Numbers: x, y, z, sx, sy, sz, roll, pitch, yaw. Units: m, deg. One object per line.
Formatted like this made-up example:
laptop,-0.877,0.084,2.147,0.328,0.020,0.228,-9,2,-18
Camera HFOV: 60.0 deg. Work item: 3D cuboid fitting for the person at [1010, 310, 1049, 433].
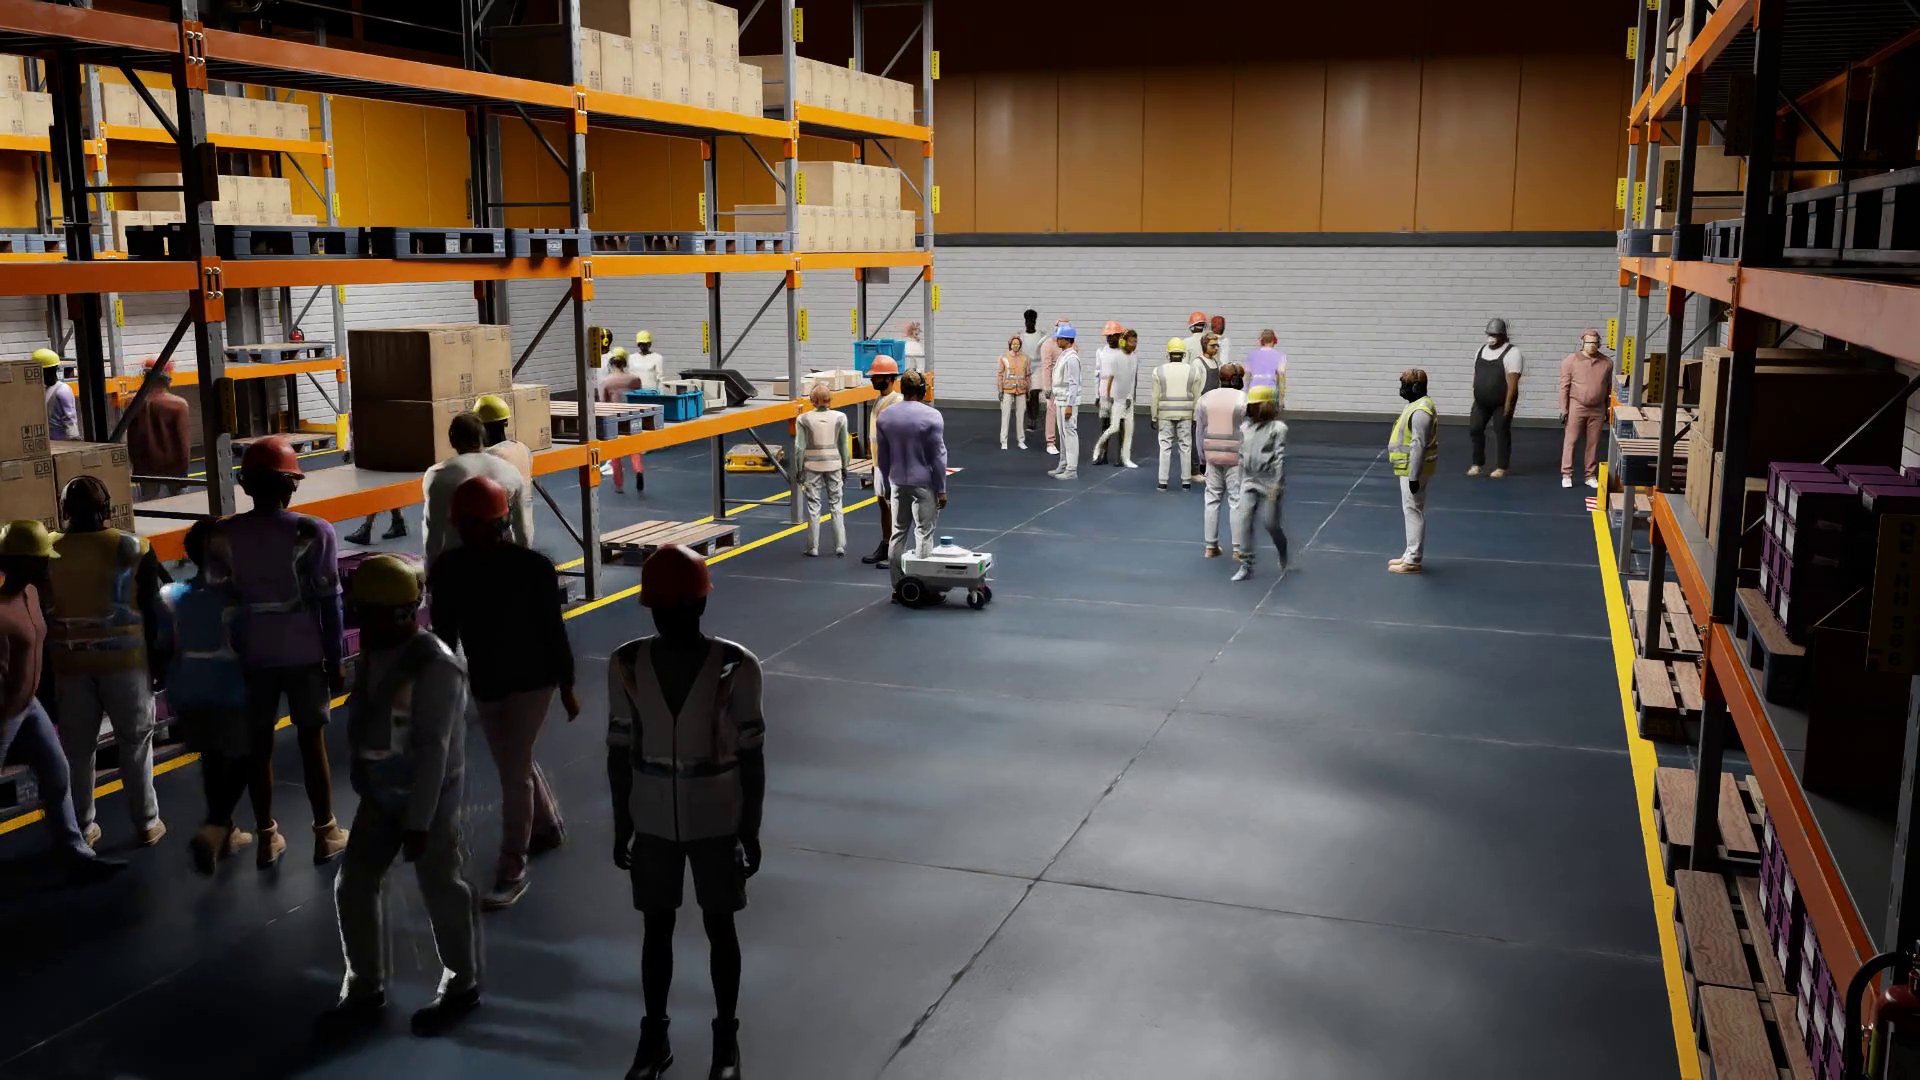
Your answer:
person,1.068,-2.619,25.917,0.615,1.914,0.934,4,11,21

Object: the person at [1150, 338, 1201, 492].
person,2.558,-1.483,19.762,0.600,1.828,0.404,0,10,2

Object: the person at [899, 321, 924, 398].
person,-0.576,-2.093,23.109,0.927,1.863,0.660,-7,12,-35

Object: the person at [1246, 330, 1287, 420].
person,4.117,-1.918,22.348,0.608,1.789,0.995,5,11,28

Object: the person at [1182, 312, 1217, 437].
person,3.321,-2.204,23.359,0.625,1.992,0.388,-5,11,-25

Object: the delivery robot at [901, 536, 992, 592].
delivery robot,-0.108,0.214,13.531,0.707,0.478,0.477,2,10,14

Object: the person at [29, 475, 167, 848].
person,-4.158,0.599,8.052,0.618,1.836,0.430,-2,10,-10

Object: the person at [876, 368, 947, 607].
person,-0.379,-0.428,13.514,0.627,1.940,0.371,6,12,29

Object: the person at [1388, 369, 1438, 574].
person,4.041,-0.612,14.869,0.428,1.837,0.625,2,10,13

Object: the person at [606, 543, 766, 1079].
person,-0.938,0.962,5.695,0.547,1.937,0.379,1,10,4

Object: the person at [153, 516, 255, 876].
person,-3.488,0.739,7.718,0.534,1.672,0.649,1,10,3

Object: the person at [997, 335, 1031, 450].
person,0.777,-2.113,23.847,0.514,1.641,0.307,-3,10,-15

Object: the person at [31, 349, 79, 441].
person,-8.803,-0.901,16.232,0.383,1.922,0.587,-9,14,-43

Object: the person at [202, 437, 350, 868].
person,-3.203,0.532,7.845,0.609,2.034,0.404,-1,10,-6

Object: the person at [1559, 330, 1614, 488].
person,7.547,-1.567,20.029,0.654,1.904,0.406,0,10,-2

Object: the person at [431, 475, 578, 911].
person,-2.062,0.630,7.627,0.641,1.939,0.874,3,11,18

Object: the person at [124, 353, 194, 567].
person,-7.181,-0.677,14.844,0.616,1.974,0.835,1,10,4

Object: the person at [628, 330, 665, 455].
person,-4.369,-2.052,23.206,0.526,1.755,0.418,2,10,12

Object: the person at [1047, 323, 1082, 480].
person,1.330,-1.732,20.827,0.381,1.951,0.605,-2,10,-11

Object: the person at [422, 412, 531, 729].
person,-2.935,0.195,10.079,0.796,1.916,0.542,-9,14,-42

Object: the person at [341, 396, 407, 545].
person,-5.809,-0.903,16.299,0.548,1.891,0.947,6,12,30

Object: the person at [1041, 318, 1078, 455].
person,1.439,-2.160,23.364,0.640,1.909,0.409,-8,13,-38

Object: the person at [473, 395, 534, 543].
person,-3.113,-0.026,11.317,0.399,1.919,0.587,3,11,17

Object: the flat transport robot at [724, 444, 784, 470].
flat transport robot,-2.714,-1.095,21.969,0.652,0.197,1.431,0,10,-1

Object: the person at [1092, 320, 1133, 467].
person,2.023,-1.934,21.998,0.547,1.938,0.378,6,12,30

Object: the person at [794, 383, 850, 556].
person,-1.286,-0.636,15.598,0.543,1.647,0.422,-3,10,-16

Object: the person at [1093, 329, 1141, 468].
person,2.085,-1.878,22.013,0.533,1.837,0.678,-7,12,-34

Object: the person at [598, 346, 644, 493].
person,-3.947,-1.385,19.466,0.525,1.745,0.607,-4,11,-22

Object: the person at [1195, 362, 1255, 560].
person,2.503,-0.733,15.520,0.624,1.841,0.430,8,13,36

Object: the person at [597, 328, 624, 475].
person,-4.496,-1.762,21.224,0.331,1.872,0.513,-5,11,-28

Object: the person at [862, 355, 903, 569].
person,-0.676,-0.707,15.095,0.358,1.938,0.542,-5,11,-26

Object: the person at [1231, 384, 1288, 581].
person,2.660,-0.510,14.585,0.496,1.723,0.633,8,13,37

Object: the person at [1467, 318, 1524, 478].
person,6.687,-1.787,20.884,0.668,2.000,0.706,-9,13,-40

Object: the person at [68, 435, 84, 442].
person,-6.008,0.083,11.530,0.539,1.614,0.562,3,11,17

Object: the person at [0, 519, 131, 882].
person,-4.174,0.764,7.417,0.724,1.718,0.554,-1,10,-8

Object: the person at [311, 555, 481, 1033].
person,-2.102,0.960,6.085,0.596,1.807,0.701,8,13,39

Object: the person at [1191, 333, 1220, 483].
person,3.041,-1.636,20.584,0.327,1.843,0.514,7,13,36

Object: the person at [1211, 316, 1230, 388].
person,3.874,-2.414,24.934,0.638,1.875,0.609,-9,13,-40
